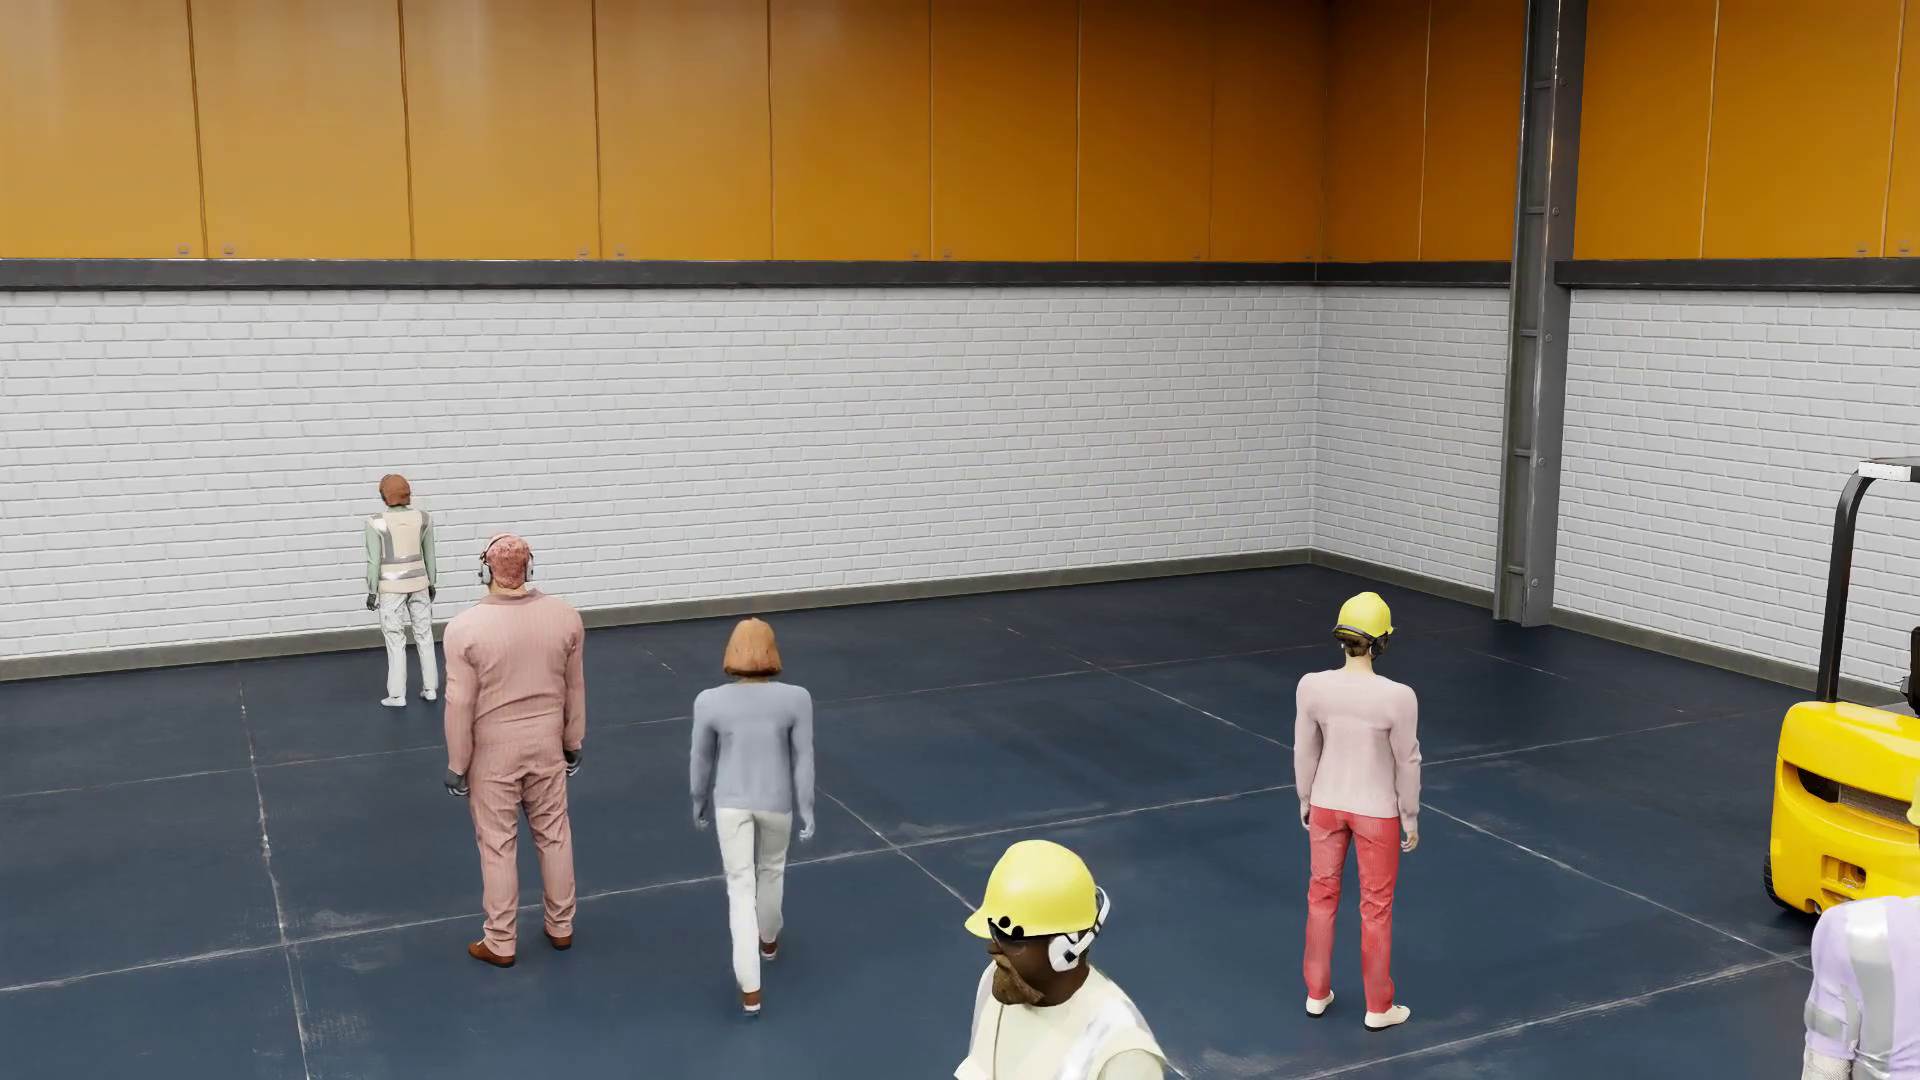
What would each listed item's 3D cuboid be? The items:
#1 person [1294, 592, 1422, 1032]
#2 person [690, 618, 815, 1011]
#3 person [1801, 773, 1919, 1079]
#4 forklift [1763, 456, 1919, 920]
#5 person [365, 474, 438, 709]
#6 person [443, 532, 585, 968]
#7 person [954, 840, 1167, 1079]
[{"bbox_3d":[1.597,1.084,6.692,0.523,1.769,0.316,6,11,35],"label":"person"},{"bbox_3d":[-0.879,1.115,7.041,0.516,1.583,0.851,-1,9,-9],"label":"person"},{"bbox_3d":[2.292,1.447,3.941,0.595,1.925,0.375,3,10,16],"label":"person"},{"bbox_3d":[4.857,0.731,7.561,2.313,2.155,1.214,-4,10,-25],"label":"forklift"},{"bbox_3d":[-3.893,0.355,11.613,0.311,1.636,0.521,9,13,44],"label":"person"},{"bbox_3d":[-1.968,0.912,7.323,0.655,1.906,0.407,-8,12,-40],"label":"person"},{"bbox_3d":[0.187,1.540,3.662,0.404,1.829,0.600,-6,11,-31],"label":"person"}]
